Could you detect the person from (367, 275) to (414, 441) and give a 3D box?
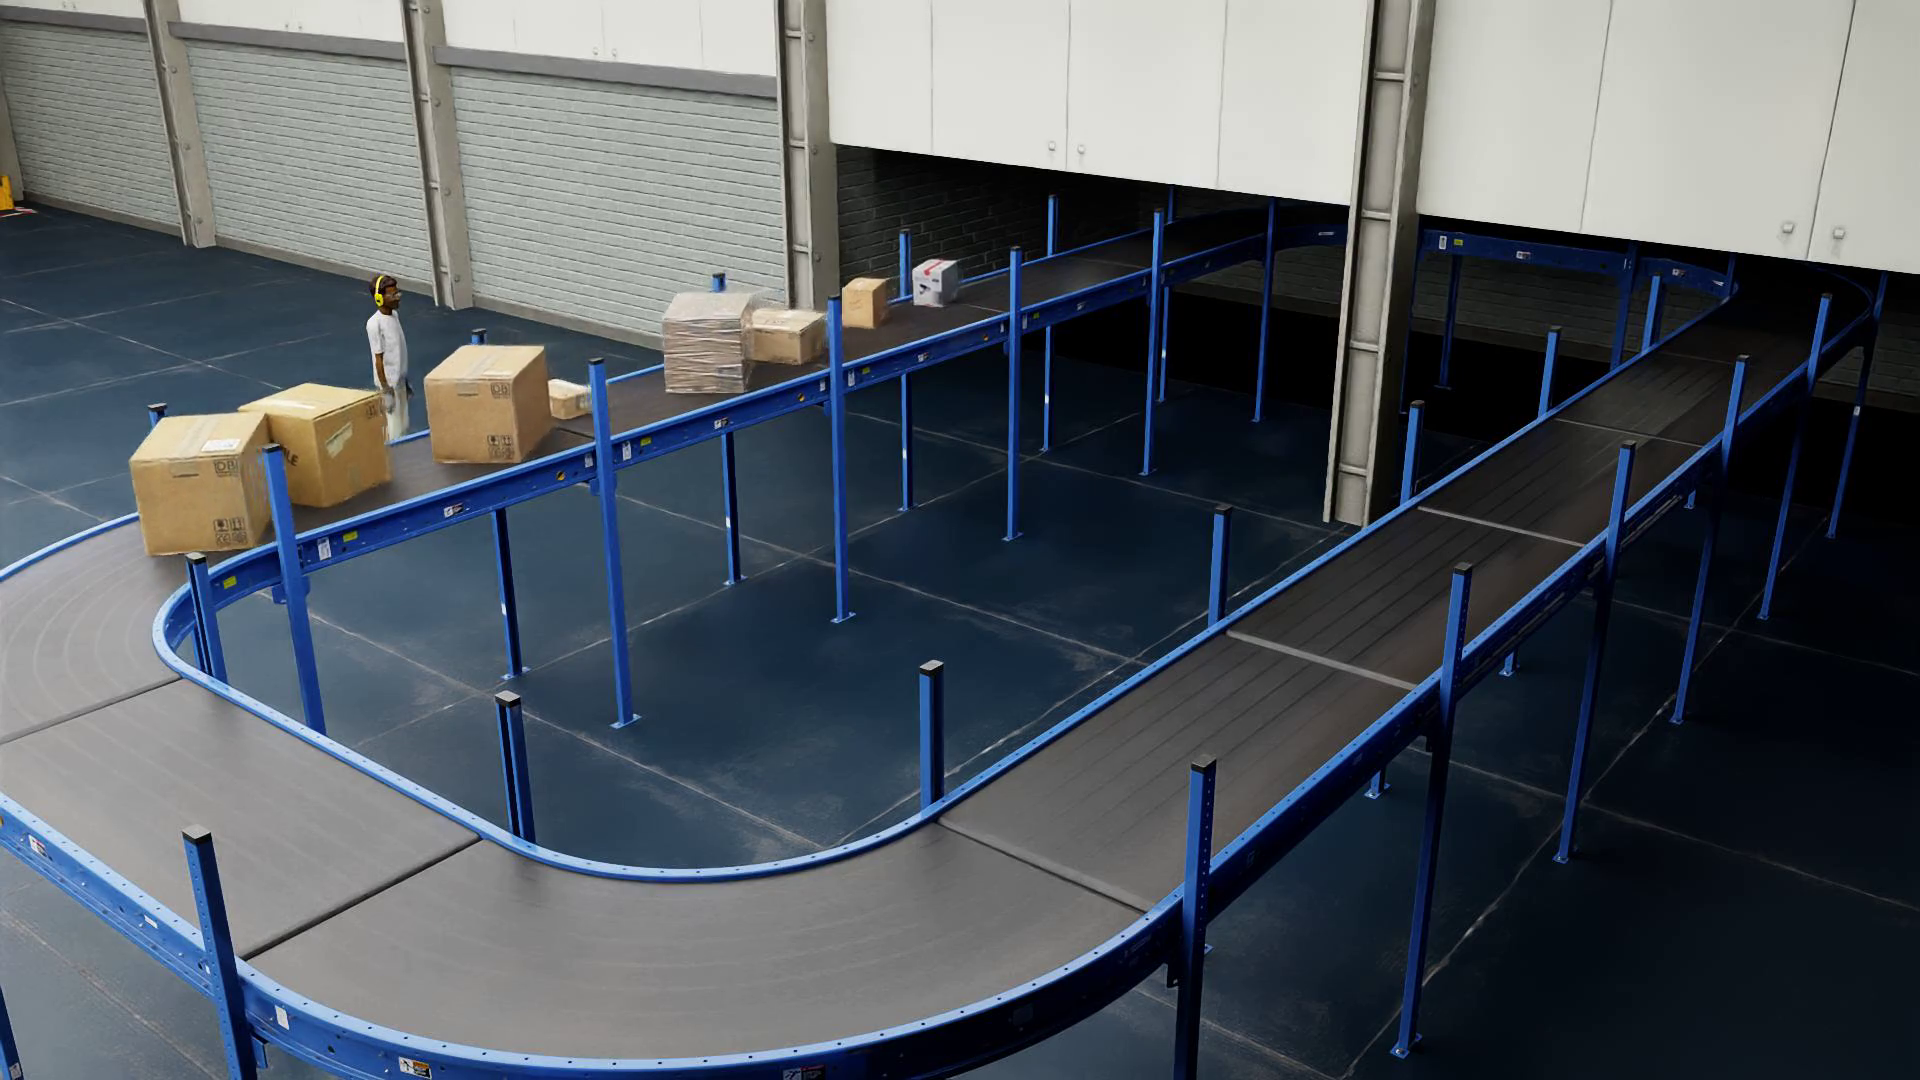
[{"bbox_3d":[-4.715,-1.291,13.919,0.323,1.871,0.528,0,21,0],"label":"person"}]
